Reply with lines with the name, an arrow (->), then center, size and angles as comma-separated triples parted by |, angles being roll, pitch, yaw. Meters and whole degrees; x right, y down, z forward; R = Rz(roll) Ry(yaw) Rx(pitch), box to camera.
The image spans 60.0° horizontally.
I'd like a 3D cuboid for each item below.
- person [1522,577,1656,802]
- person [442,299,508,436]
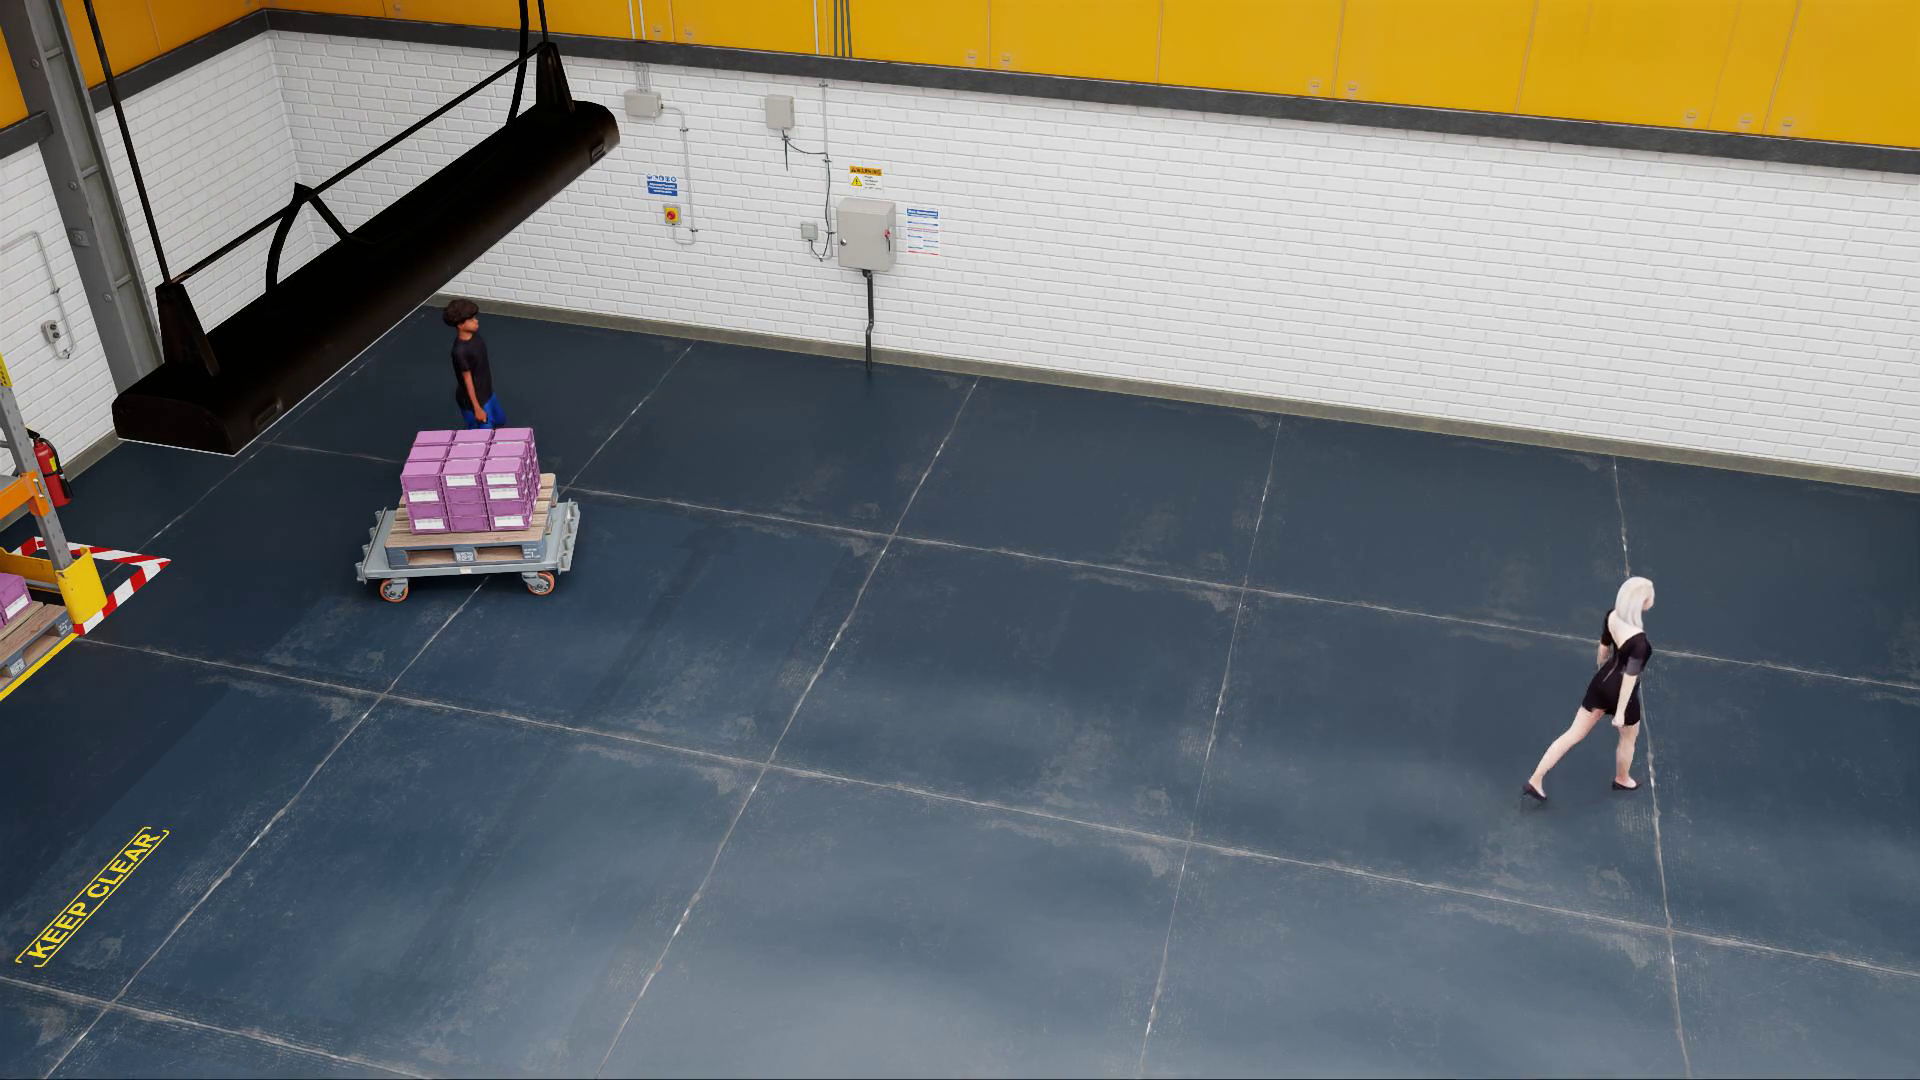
person -> 4.136, 1.028, 10.792 | 1.060, 1.788, 1.161 | -9, 35, -13
person -> -4.212, -1.234, 14.198 | 0.728, 1.787, 0.686 | 2, 34, 3
